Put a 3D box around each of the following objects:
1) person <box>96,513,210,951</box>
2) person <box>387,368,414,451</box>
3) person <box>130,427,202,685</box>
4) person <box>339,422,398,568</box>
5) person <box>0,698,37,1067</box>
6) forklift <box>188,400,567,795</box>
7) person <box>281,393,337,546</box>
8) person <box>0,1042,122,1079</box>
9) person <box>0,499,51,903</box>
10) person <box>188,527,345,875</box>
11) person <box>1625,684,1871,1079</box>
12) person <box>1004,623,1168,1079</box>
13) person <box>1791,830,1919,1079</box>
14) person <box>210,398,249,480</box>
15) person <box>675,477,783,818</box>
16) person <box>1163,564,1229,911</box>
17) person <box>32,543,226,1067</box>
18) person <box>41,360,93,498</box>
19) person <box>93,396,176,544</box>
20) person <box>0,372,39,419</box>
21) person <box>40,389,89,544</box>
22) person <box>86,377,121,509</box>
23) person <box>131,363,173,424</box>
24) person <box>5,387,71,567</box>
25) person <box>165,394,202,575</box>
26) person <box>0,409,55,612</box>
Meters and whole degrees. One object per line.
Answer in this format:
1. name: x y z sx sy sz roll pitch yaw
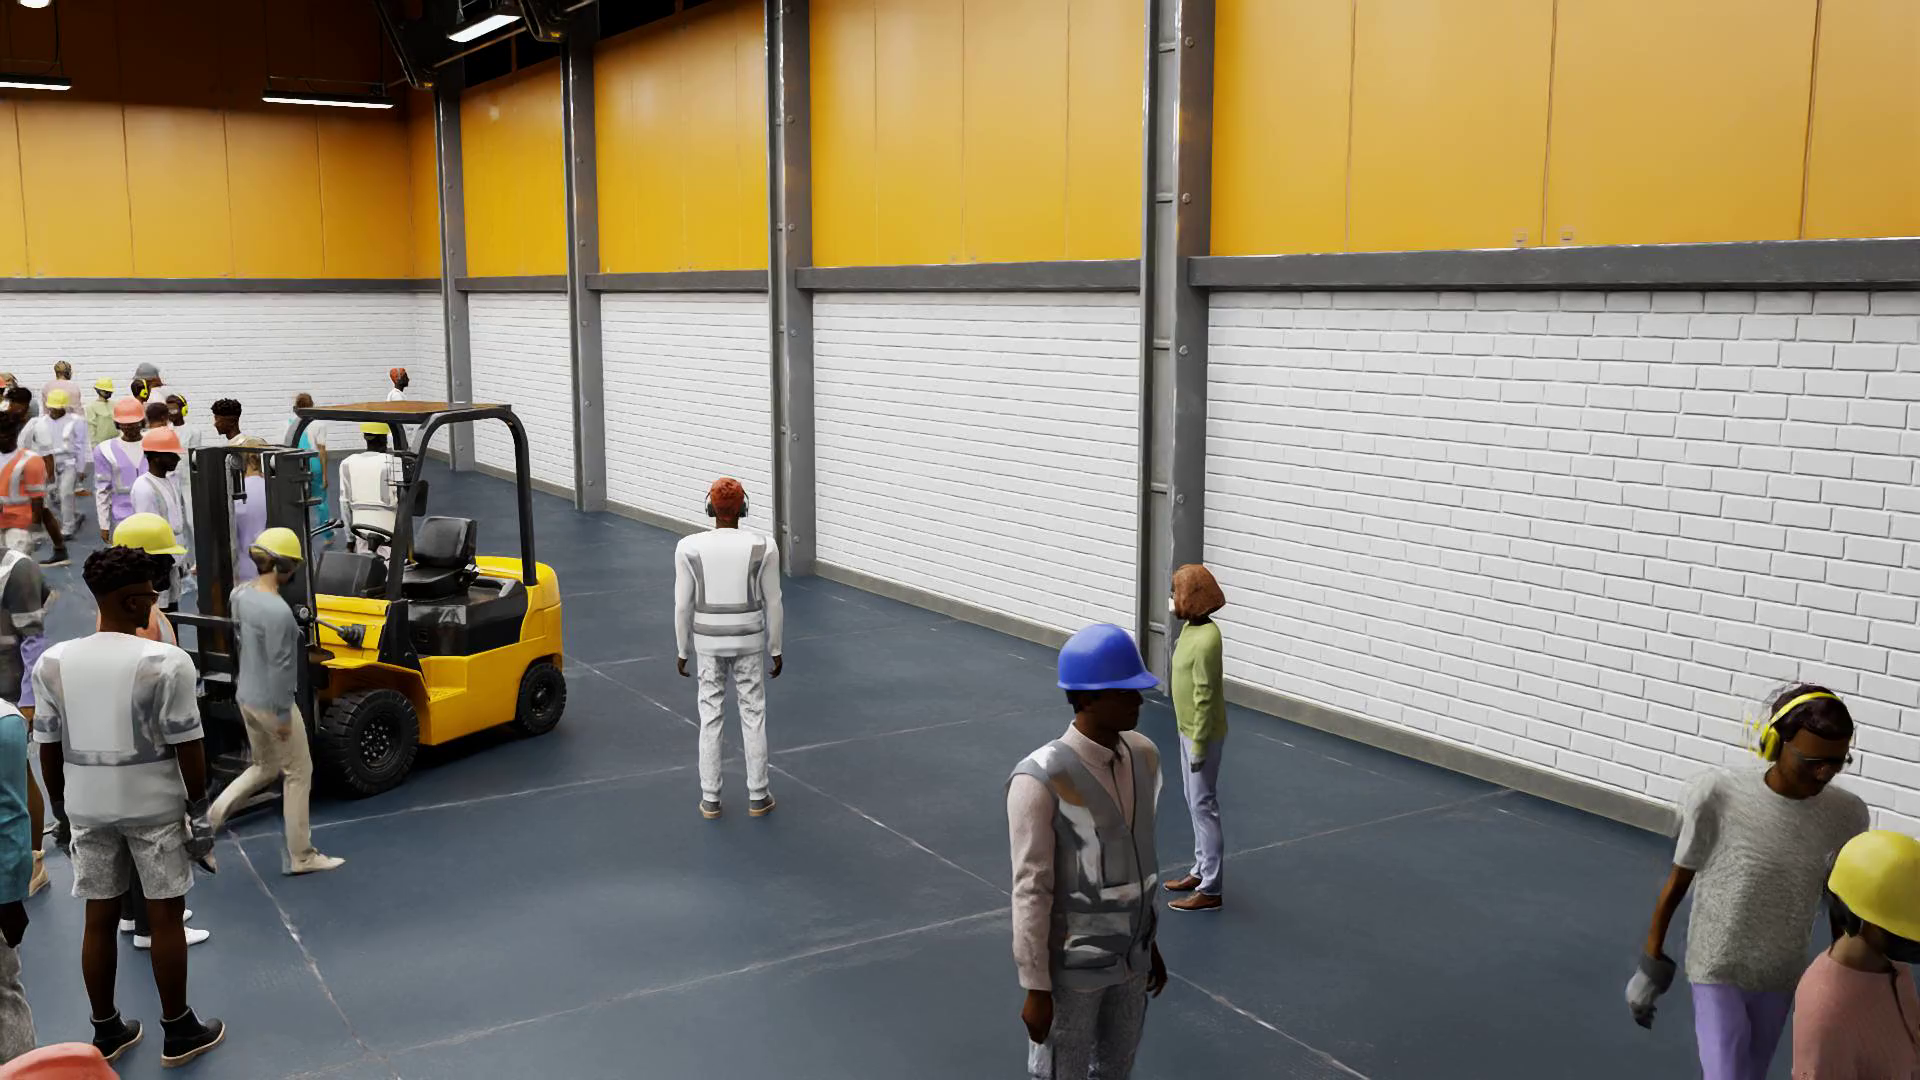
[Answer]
1. person: -3.578 0.835 7.357 0.382 1.924 0.594 -6 10 -35
2. person: -7.523 -1.378 22.415 0.353 1.884 0.578 -4 9 -25
3. person: -5.722 0.149 11.980 0.388 1.930 0.544 -1 9 -7
4. person: -4.694 -0.066 13.430 0.588 1.928 0.383 2 9 12
5. person: -3.298 1.118 5.418 0.605 1.939 0.415 2 9 14
6. forklift: -3.529 0.258 10.348 1.214 2.155 2.313 4 9 25
7. person: -7.276 -0.738 18.515 0.523 1.767 1.034 -1 8 -6
8. person: -1.382 1.628 2.598 0.341 1.747 0.575 -7 11 -39
9. person: -4.605 0.705 7.845 0.608 2.044 0.377 2 9 14
10. person: -3.474 0.812 8.159 0.631 1.729 0.546 -8 12 -44
11. person: 2.221 1.292 4.631 0.580 1.821 0.796 0 8 -1
12. person: 0.380 1.200 4.818 0.377 1.950 0.612 8 11 42
13. person: 2.025 1.475 3.718 0.405 1.731 0.552 8 12 44
14. person: -6.446 -0.294 14.872 0.378 1.958 0.606 -3 9 -21
15. person: -1.263 0.592 9.135 0.586 1.883 0.340 -1 8 -4
16. person: 1.109 0.919 7.807 0.279 1.624 0.494 0 8 -3
17. person: -3.087 0.989 6.192 0.614 1.962 0.362 0 8 2
18. person: -12.582 -1.555 23.423 0.636 1.939 0.362 3 9 17
19. person: -6.886 -0.191 13.944 0.612 2.030 0.403 -5 10 -32
20. person: -11.546 -1.081 20.285 0.635 1.929 0.381 -5 10 -31
21. person: -10.348 -0.862 19.243 0.602 1.799 0.522 2 9 12
22. person: -11.447 -1.302 22.317 0.318 1.764 0.522 3 9 18
23. person: -10.250 -1.233 20.913 0.758 2.000 0.698 -3 9 -20
24. person: -9.613 -0.622 17.188 0.635 1.926 0.786 6 11 37
25. person: -7.962 -0.564 17.029 0.519 1.860 0.320 4 9 23
26. person: -7.935 -0.151 13.997 0.687 1.930 0.614 3 9 21
